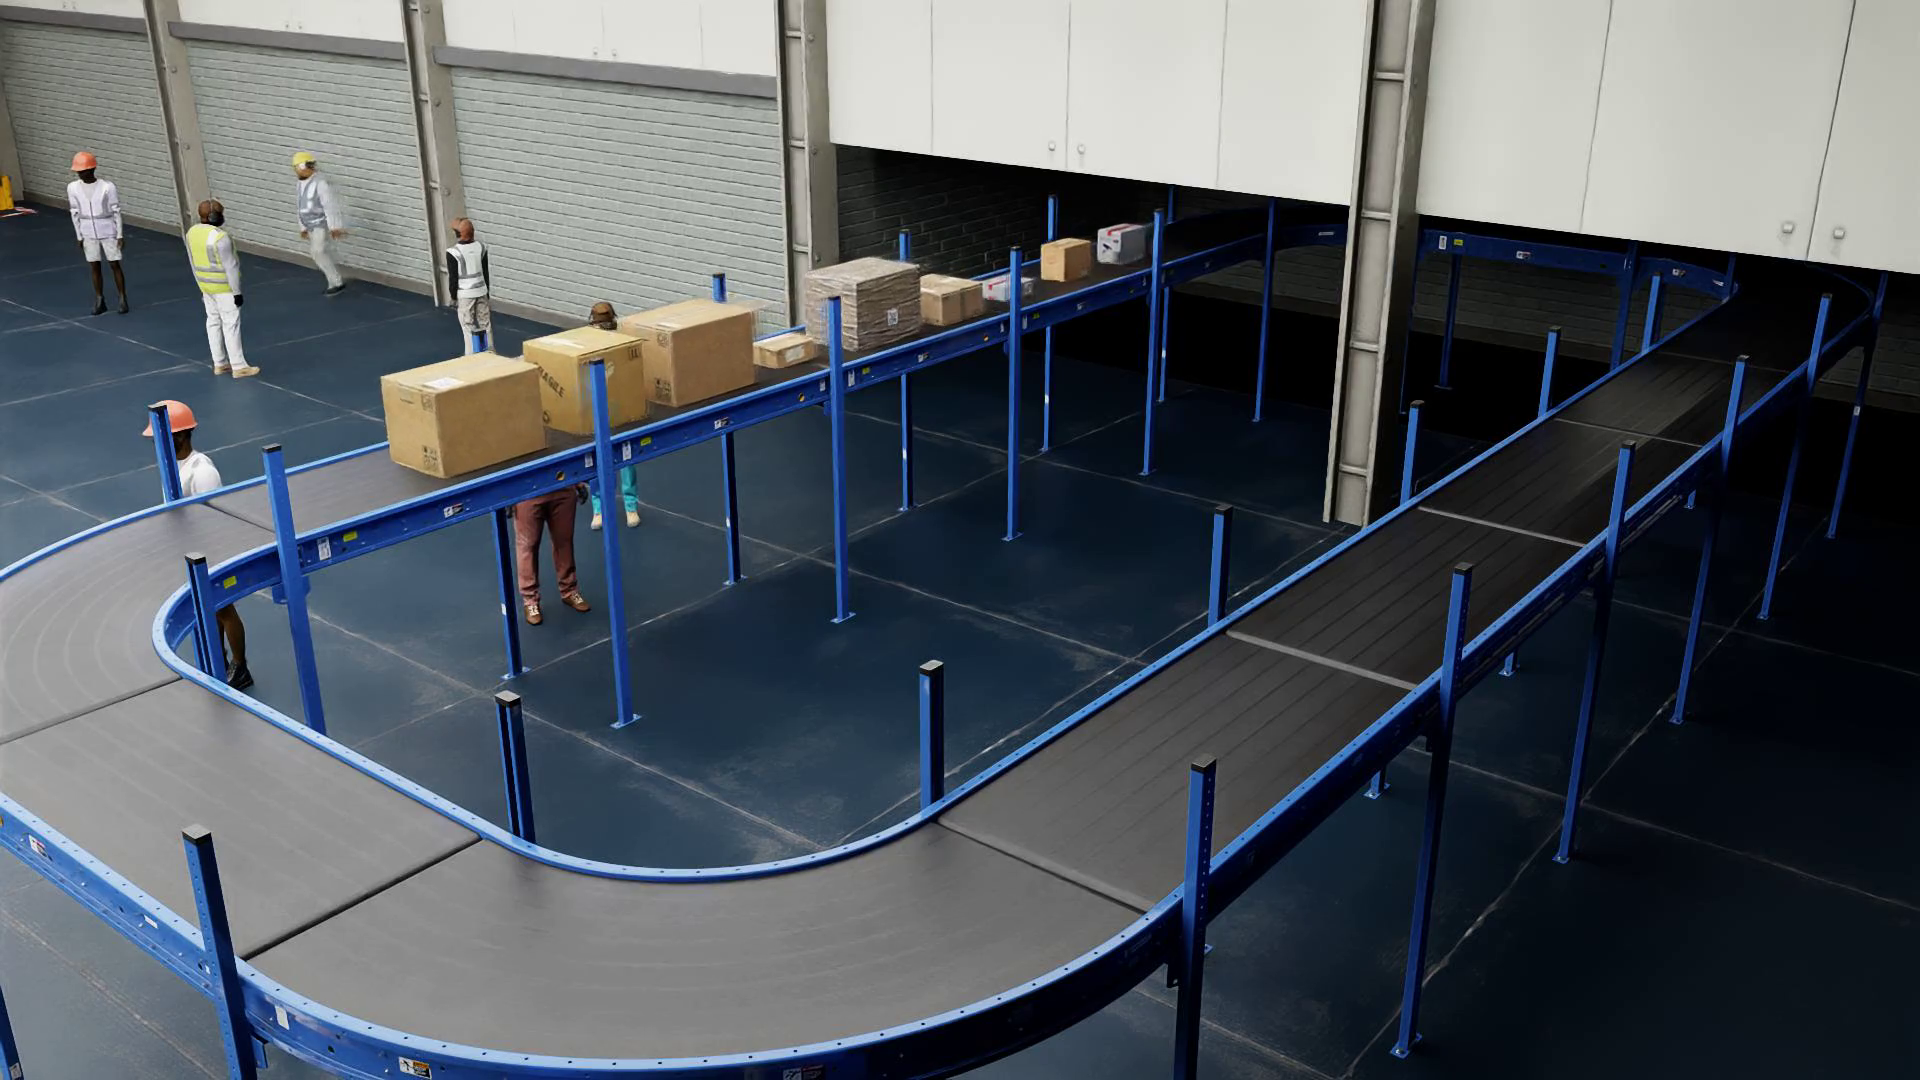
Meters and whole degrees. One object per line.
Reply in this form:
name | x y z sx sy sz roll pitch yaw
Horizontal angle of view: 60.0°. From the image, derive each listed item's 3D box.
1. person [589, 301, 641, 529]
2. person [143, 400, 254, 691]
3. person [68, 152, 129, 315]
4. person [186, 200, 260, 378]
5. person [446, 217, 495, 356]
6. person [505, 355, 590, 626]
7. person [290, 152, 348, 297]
person | -2.765 -0.989 13.185 0.506 1.846 0.348 -4 22 -9
person | -4.768 0.057 10.401 0.545 1.939 0.373 18 28 38
person | -10.261 -3.652 19.829 0.547 1.934 0.376 -4 22 -10
person | -7.692 -2.617 17.327 0.630 1.840 0.429 13 25 29
person | -5.135 -2.565 17.458 0.307 1.645 0.519 14 25 32
person | -2.881 -0.364 11.513 0.651 1.907 0.409 -16 26 -34
person | -7.984 -3.897 20.671 0.406 1.783 0.685 -18 28 -39
